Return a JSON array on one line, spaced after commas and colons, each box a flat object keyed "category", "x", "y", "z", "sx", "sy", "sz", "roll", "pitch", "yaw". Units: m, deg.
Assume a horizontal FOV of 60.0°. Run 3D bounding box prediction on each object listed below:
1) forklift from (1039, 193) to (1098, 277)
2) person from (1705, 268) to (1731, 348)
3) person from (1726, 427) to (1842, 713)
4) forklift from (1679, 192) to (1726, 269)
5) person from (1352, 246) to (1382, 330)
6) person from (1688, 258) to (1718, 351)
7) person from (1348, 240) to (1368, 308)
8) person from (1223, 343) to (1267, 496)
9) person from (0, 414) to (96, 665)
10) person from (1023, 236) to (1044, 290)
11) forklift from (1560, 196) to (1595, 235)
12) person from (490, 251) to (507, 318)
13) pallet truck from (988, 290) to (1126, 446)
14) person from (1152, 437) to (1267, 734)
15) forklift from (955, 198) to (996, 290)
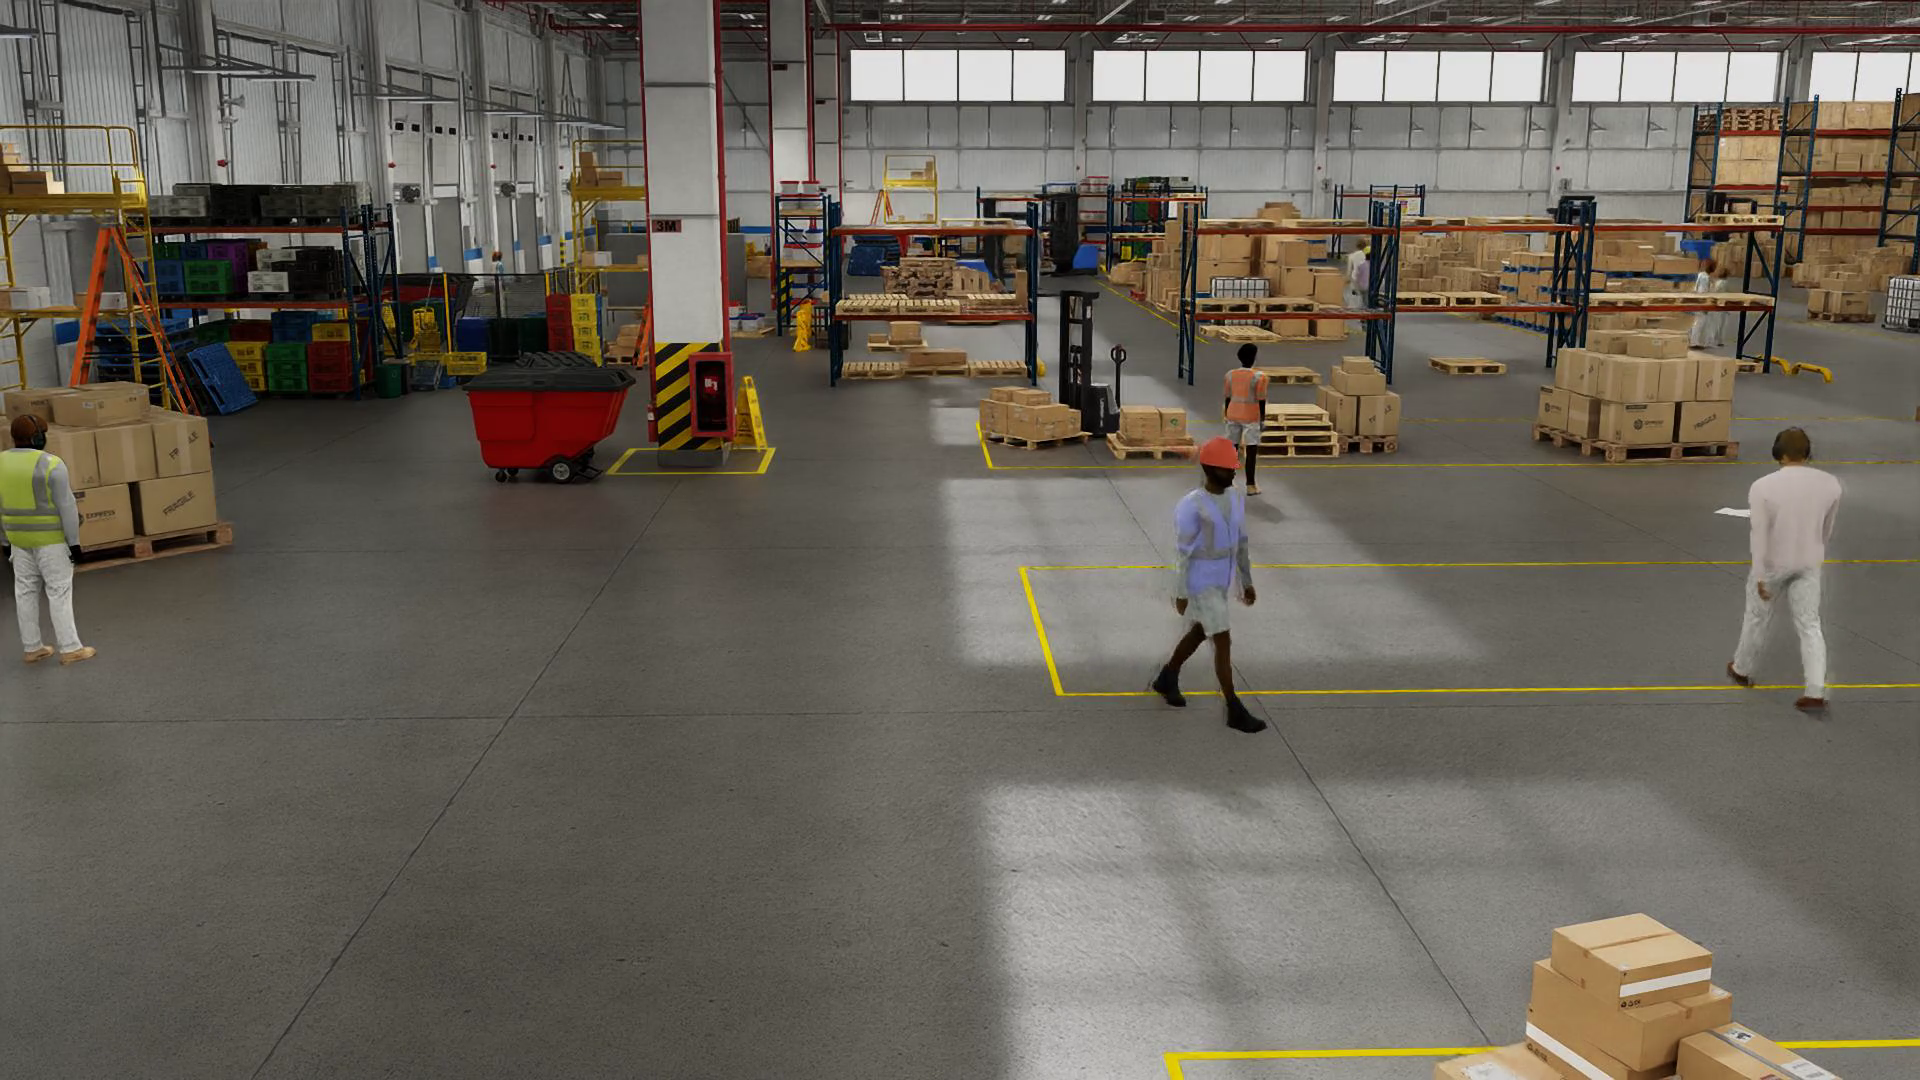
[{"category": "forklift", "x": 3.687, "y": -10.384, "z": 56.603, "sx": 1.873, "sy": 2.768, "sz": 1.129, "roll": -7, "pitch": 14, "yaw": -28}, {"category": "person", "x": 15.578, "y": -4.726, "z": 33.935, "sx": 0.637, "sy": 1.617, "sz": 0.513, "roll": 2, "pitch": 13, "yaw": 11}, {"category": "person", "x": 5.577, "y": 0.184, "z": 11.189, "sx": 0.632, "sy": 1.890, "sz": 1.050, "roll": 1, "pitch": 13, "yaw": 3}, {"category": "forklift", "x": 27.297, "y": -11.220, "z": 60.377, "sx": 1.873, "sy": 2.768, "sz": 1.129, "roll": 0, "pitch": 12, "yaw": -2}, {"category": "person", "x": 9.283, "y": -5.760, "z": 38.027, "sx": 0.594, "sy": 1.867, "sz": 1.012, "roll": -3, "pitch": 13, "yaw": -15}, {"category": "person", "x": 14.873, "y": -4.709, "z": 33.296, "sx": 0.432, "sy": 1.860, "sz": 0.612, "roll": 5, "pitch": 14, "yaw": 23}, {"category": "person", "x": 9.875, "y": -6.454, "z": 41.097, "sx": 0.635, "sy": 1.906, "sz": 0.982, "roll": 6, "pitch": 14, "yaw": 27}, {"category": "person", "x": 3.162, "y": -1.342, "z": 18.498, "sx": 0.534, "sy": 1.694, "sz": 0.321, "roll": 10, "pitch": 16, "yaw": 37}, {"category": "person", "x": -6.678, "y": -0.002, "z": 12.095, "sx": 0.633, "sy": 1.841, "sz": 0.429, "roll": 2, "pitch": 13, "yaw": 7}, {"category": "person", "x": 2.232, "y": -8.554, "z": 50.487, "sx": 0.635, "sy": 1.936, "sz": 0.355, "roll": 3, "pitch": 13, "yaw": 13}, {"category": "forklift", "x": 18.992, "y": -9.226, "z": 51.376, "sx": 1.129, "sy": 2.768, "sz": 1.873, "roll": 0, "pitch": 12, "yaw": -2}, {"category": "person", "x": -11.341, "y": -6.261, "z": 40.845, "sx": 0.314, "sy": 1.633, "sz": 0.519, "roll": -11, "pitch": 17, "yaw": -42}, {"category": "pallet truck", "x": 1.257, "y": -2.299, "z": 22.111, "sx": 1.885, "sy": 1.965, "sz": 0.823, "roll": -9, "pitch": 15, "yaw": -35}, {"category": "person", "x": 1.625, "y": 0.249, "z": 10.862, "sx": 0.559, "sy": 1.897, "sz": 0.994, "roll": -11, "pitch": 17, "yaw": -42}, {"category": "forklift", "x": 0.796, "y": -8.188, "z": 46.688, "sx": 1.873, "sy": 2.768, "sz": 1.129, "roll": 0, "pitch": 12, "yaw": -2}]
